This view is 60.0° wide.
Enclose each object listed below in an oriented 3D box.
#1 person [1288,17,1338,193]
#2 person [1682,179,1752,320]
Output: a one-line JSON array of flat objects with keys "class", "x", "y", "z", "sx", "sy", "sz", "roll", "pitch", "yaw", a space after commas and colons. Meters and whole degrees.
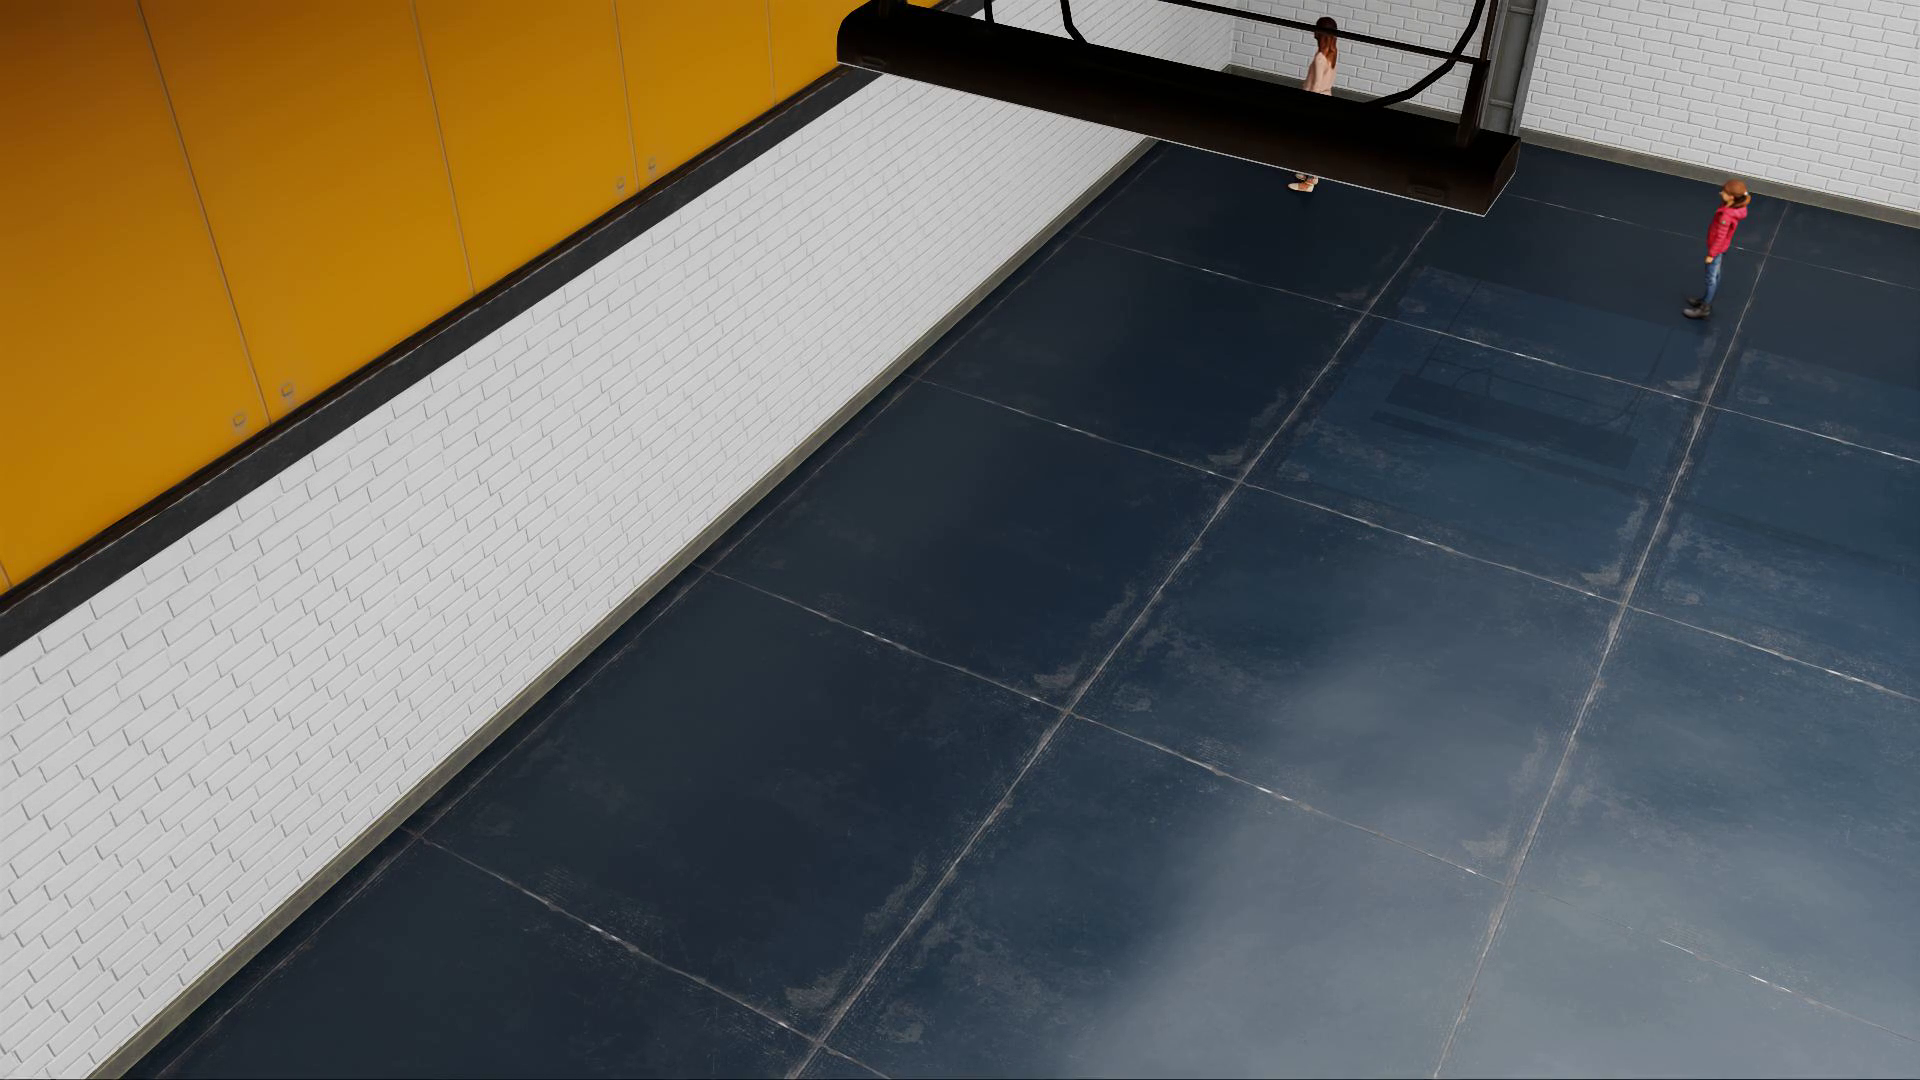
[{"class": "person", "x": 3.580, "y": -4.365, "z": 16.677, "sx": 0.524, "sy": 1.792, "sz": 0.601, "roll": 17, "pitch": 42, "yaw": 21}, {"class": "person", "x": 6.782, "y": -2.607, "z": 14.857, "sx": 0.468, "sy": 1.316, "sz": 0.502, "roll": 20, "pitch": 43, "yaw": 23}]
